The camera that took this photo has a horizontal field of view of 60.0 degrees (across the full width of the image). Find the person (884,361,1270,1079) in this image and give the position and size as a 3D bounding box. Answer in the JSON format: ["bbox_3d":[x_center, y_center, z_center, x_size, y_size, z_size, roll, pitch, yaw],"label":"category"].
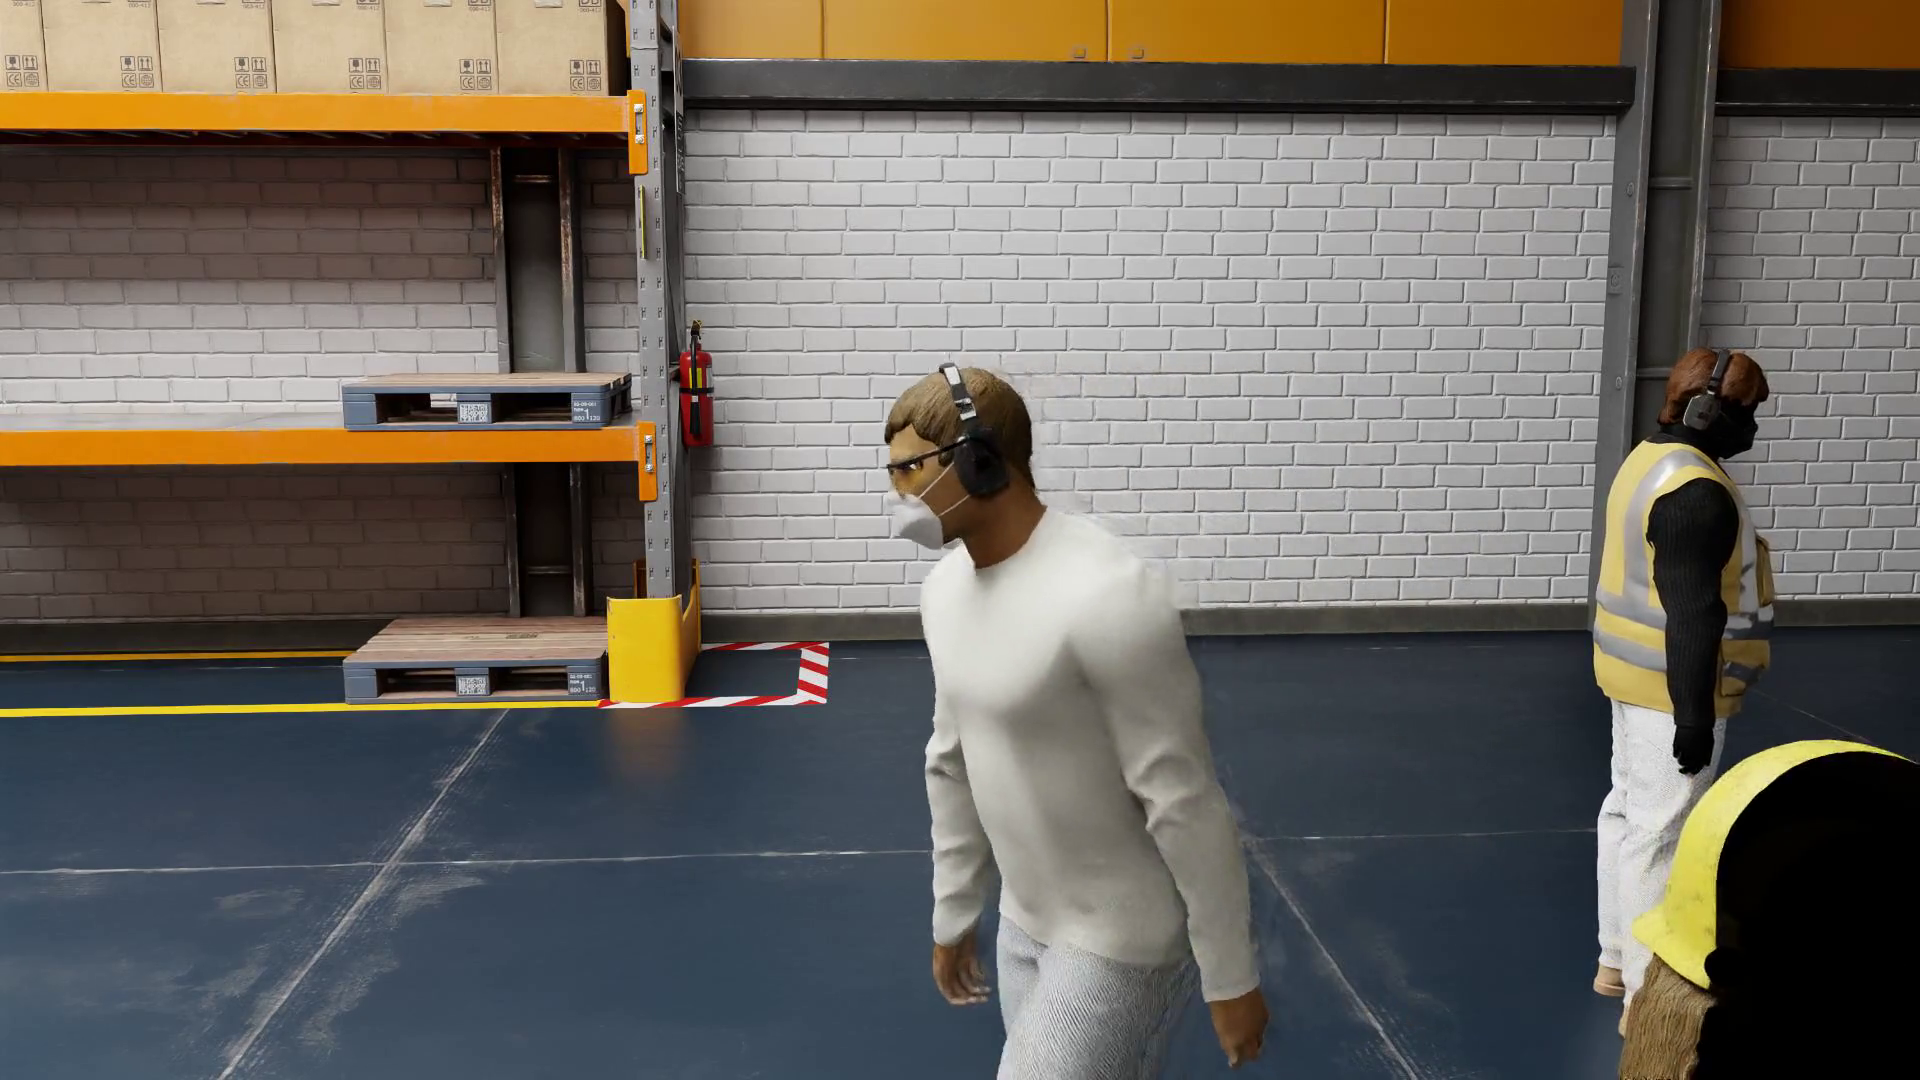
[{"bbox_3d":[0.182,0.658,2.723,0.592,1.885,0.658,-4,10,-23],"label":"person"}]

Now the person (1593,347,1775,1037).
[{"bbox_3d":[1.917,0.409,4.441,0.430,1.836,0.624,2,9,12],"label":"person"}]

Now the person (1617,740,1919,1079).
[{"bbox_3d":[0.558,0.986,1.131,0.482,1.737,0.309,-2,9,-10],"label":"person"}]
